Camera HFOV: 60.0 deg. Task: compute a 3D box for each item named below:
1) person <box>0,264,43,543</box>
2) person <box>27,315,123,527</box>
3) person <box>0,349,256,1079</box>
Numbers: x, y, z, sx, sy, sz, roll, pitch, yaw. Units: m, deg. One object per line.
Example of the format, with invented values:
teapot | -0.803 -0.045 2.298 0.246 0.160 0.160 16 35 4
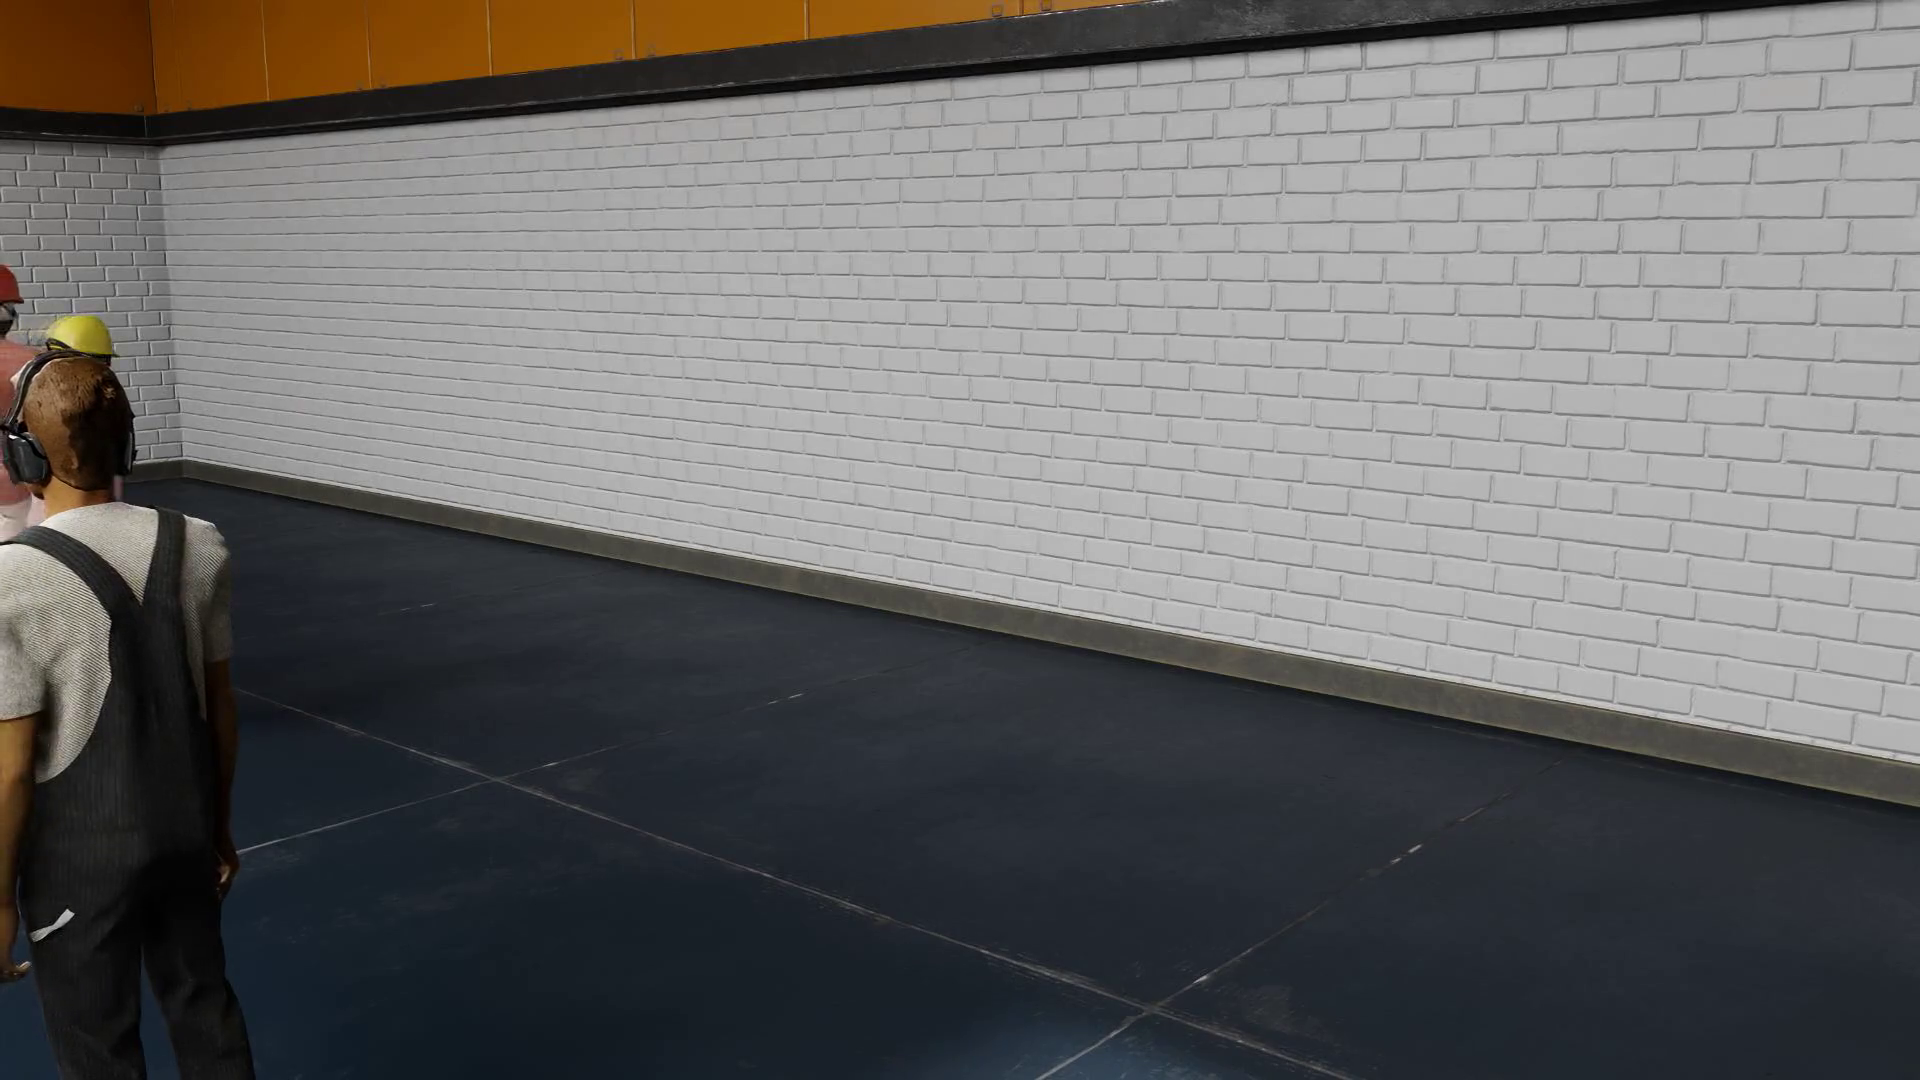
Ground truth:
person | -4.116 -0.220 7.257 0.644 1.960 0.899 1 10 4
person | -3.600 -0.042 6.842 0.543 1.748 0.408 4 11 20
person | -1.544 0.580 3.035 0.345 1.847 0.504 5 11 27
